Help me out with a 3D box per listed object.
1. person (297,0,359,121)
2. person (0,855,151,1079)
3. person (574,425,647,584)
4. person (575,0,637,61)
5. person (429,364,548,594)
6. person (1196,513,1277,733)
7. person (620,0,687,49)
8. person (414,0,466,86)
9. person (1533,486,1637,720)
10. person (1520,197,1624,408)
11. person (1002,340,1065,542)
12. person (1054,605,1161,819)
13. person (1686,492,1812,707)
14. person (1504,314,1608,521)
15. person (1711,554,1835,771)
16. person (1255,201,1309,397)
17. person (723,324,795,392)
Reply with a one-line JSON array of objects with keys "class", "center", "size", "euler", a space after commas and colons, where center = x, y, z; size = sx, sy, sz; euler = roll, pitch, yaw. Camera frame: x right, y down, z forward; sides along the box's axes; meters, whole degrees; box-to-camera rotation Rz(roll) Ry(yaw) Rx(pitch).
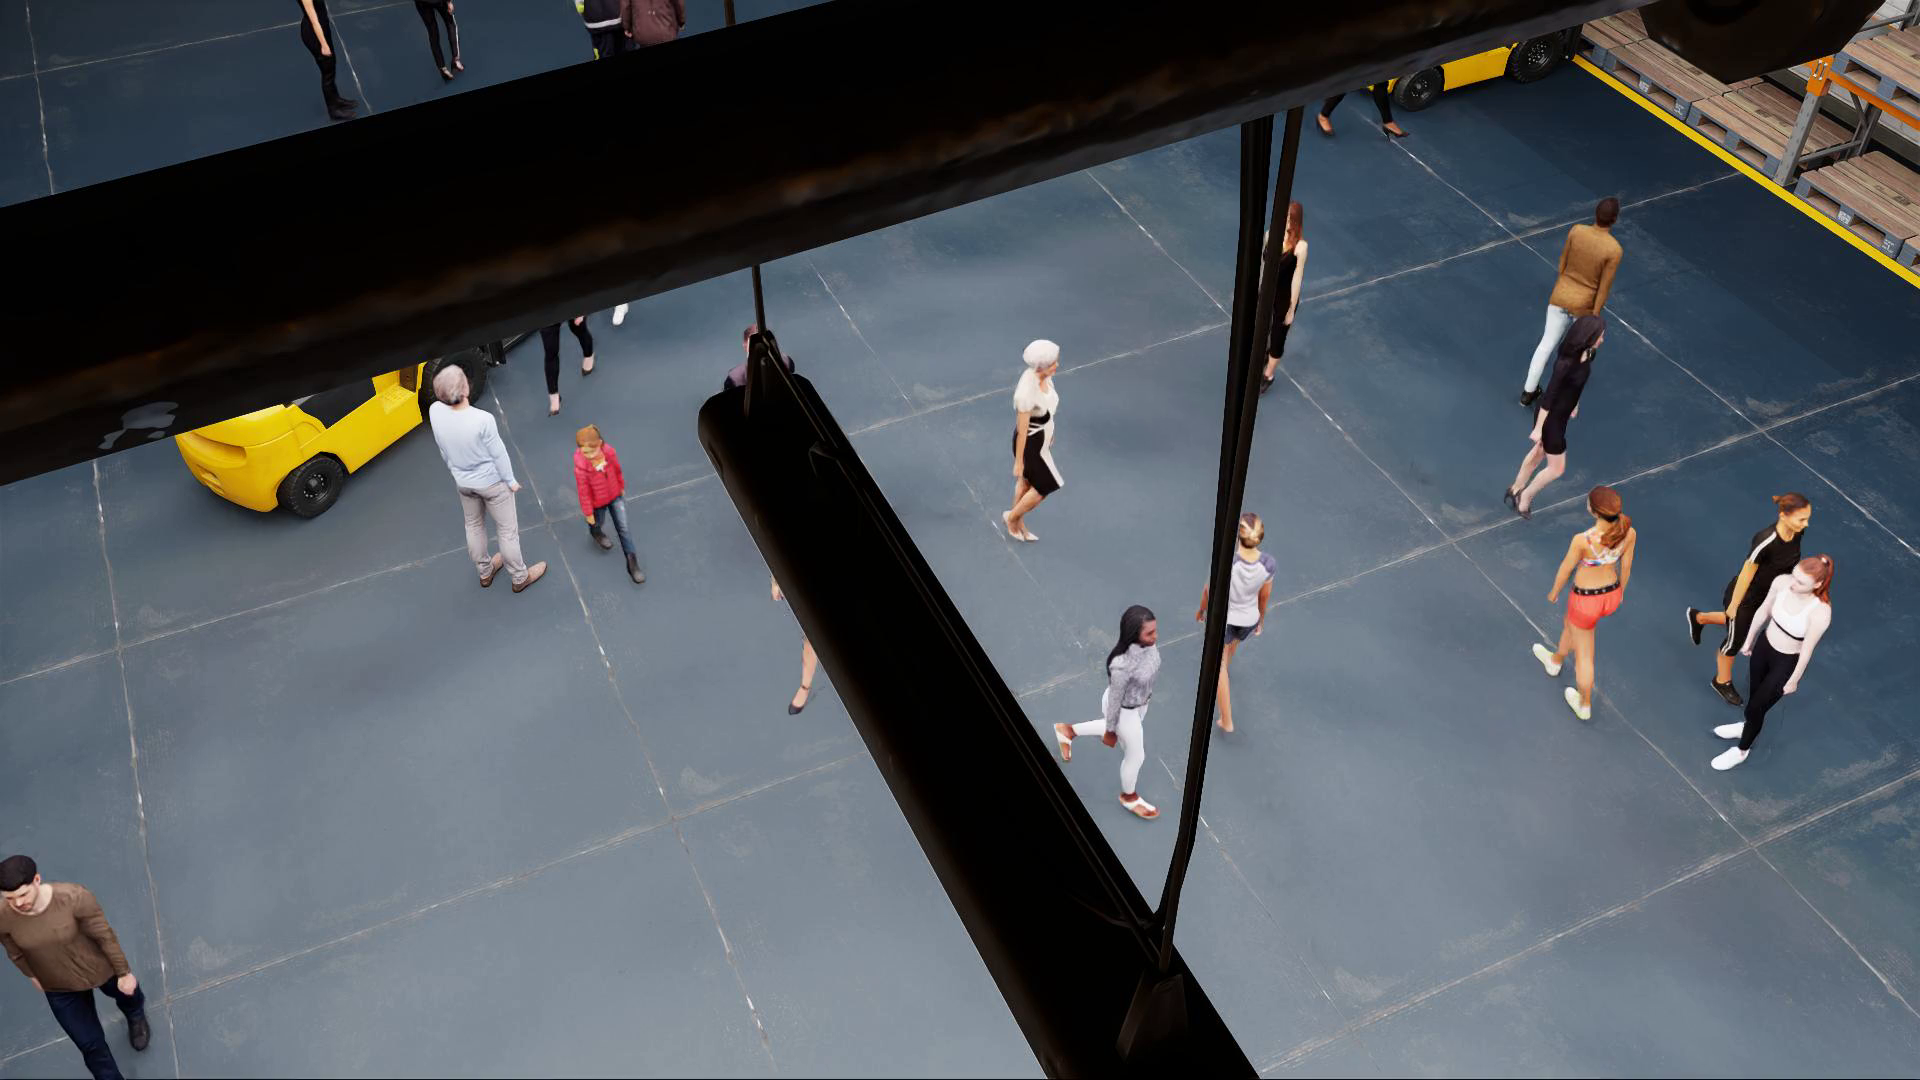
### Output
[{"class": "person", "center": [-6.218, -4.887, 16.116], "size": [0.679, 1.686, 0.538], "euler": [-11, 45, -11]}, {"class": "person", "center": [-4.551, 2.153, 8.614], "size": [0.665, 1.840, 1.106], "euler": [-17, 46, -17]}, {"class": "person", "center": [-2.529, -0.322, 11.614], "size": [0.664, 1.286, 0.969], "euler": [-31, 51, -28]}, {"class": "person", "center": [-3.501, -5.307, 16.342], "size": [0.810, 1.981, 0.698], "euler": [-25, 49, -24]}, {"class": "person", "center": [-3.246, -0.407, 11.262], "size": [0.744, 1.894, 0.799], "euler": [13, 45, 13]}, {"class": "person", "center": [1.738, 0.535, 10.495], "size": [0.770, 1.588, 1.069], "euler": [-7, 44, -7]}, {"class": "person", "center": [-2.955, -4.889, 16.026], "size": [0.932, 1.812, 1.004], "euler": [-5, 44, -5]}, {"class": "person", "center": [-5.303, -5.340, 16.588], "size": [0.716, 1.690, 0.746], "euler": [1, 44, 1]}, {"class": "person", "center": [4.023, 0.432, 10.485], "size": [0.671, 1.751, 0.910], "euler": [-6, 44, -6]}, {"class": "person", "center": [4.678, -1.785, 12.799], "size": [1.176, 1.769, 1.006], "euler": [32, 52, 29]}, {"class": "person", "center": [0.407, -0.677, 11.662], "size": [0.870, 1.734, 0.805], "euler": [14, 45, 14]}, {"class": "person", "center": [0.921, 0.978, 9.949], "size": [1.119, 1.700, 0.947], "euler": [25, 49, 24]}, {"class": "person", "center": [5.053, 0.294, 10.699], "size": [0.610, 1.656, 0.913], "euler": [-20, 47, -20]}, {"class": "person", "center": [4.139, -0.888, 11.842], "size": [0.764, 1.790, 0.747], "euler": [29, 51, 27]}, {"class": "person", "center": [5.043, 0.720, 10.195], "size": [0.698, 1.734, 0.655], "euler": [-8, 44, -8]}, {"class": "person", "center": [2.537, -1.918, 12.977], "size": [0.784, 1.716, 0.791], "euler": [32, 52, 29]}, {"class": "person", "center": [-1.409, -0.811, 11.764], "size": [0.730, 1.786, 1.179], "euler": [-15, 46, -16]}]
